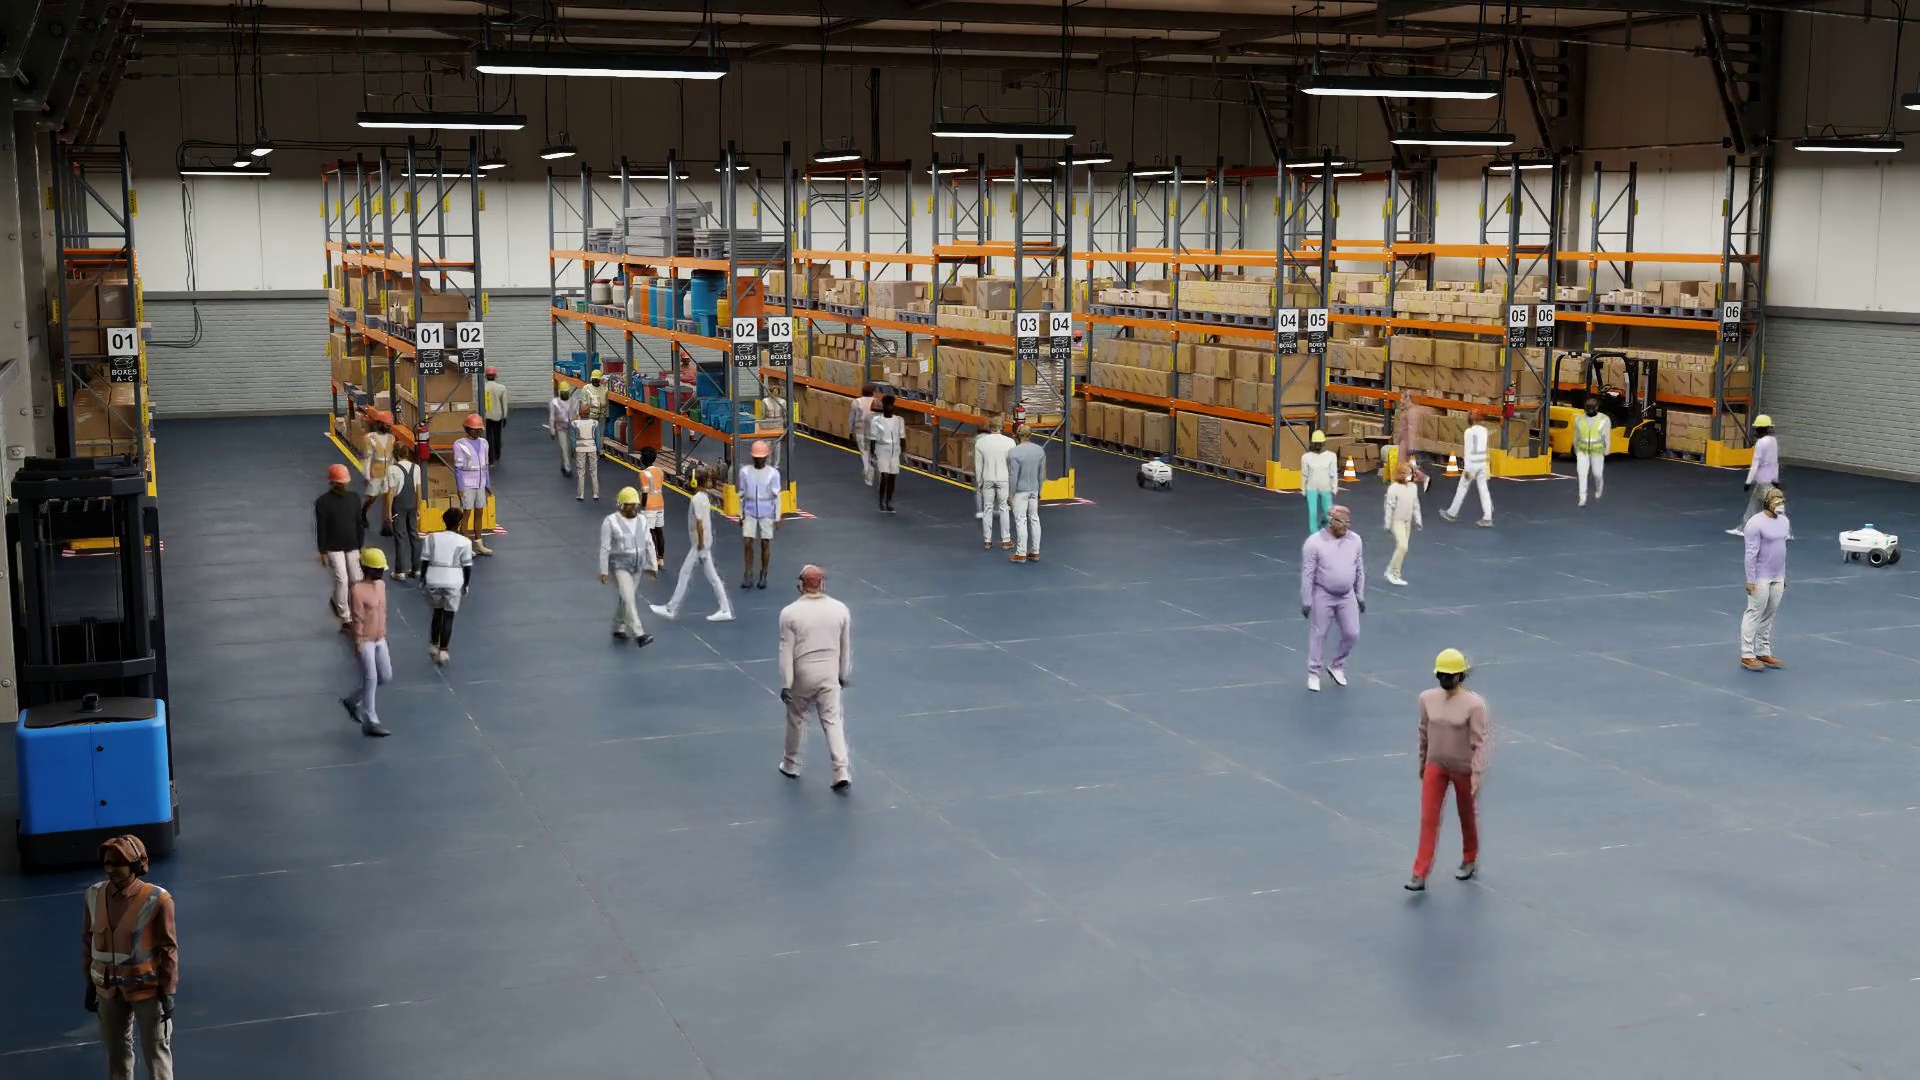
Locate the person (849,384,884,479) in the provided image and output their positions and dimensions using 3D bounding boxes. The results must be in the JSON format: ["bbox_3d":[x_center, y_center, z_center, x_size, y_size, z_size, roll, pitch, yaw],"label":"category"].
[{"bbox_3d":[-1.707,-1.979,38.547,0.616,1.800,0.982,-3,9,-20],"label":"person"}]

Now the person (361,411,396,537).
[{"bbox_3d":[-8.877,-1.022,31.889,0.816,1.890,0.571,8,12,44],"label":"person"}]

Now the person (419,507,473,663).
[{"bbox_3d":[-5.524,0.481,22.556,0.567,1.653,0.563,1,9,4],"label":"person"}]

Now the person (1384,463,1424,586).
[{"bbox_3d":[5.778,-0.205,27.296,0.497,1.614,0.392,-7,11,-39],"label":"person"}]

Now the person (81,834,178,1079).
[{"bbox_3d":[-4.191,2.286,10.591,0.514,1.641,0.309,2,9,11],"label":"person"}]

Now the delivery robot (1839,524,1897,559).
[{"bbox_3d":[12.626,0.021,29.127,0.477,0.478,0.707,-8,12,-44],"label":"delivery robot"}]

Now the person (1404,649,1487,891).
[{"bbox_3d":[3.463,1.612,14.812,0.542,1.712,0.904,6,11,36],"label":"person"}]

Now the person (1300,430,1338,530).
[{"bbox_3d":[5.200,-0.739,30.372,0.541,1.749,0.555,1,9,6],"label":"person"}]

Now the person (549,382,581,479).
[{"bbox_3d":[-7.387,-2.082,39.245,0.600,1.794,0.913,-5,10,-30],"label":"person"}]

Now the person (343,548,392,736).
[{"bbox_3d":[-5.478,0.929,19.310,0.510,1.745,0.516,3,9,18],"label":"person"}]

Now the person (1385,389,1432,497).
[{"bbox_3d":[7.752,-1.664,36.108,0.721,1.886,0.657,1,9,9],"label":"person"}]

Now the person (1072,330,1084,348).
[{"bbox_3d":[3.113,-4.583,55.407,0.357,1.937,0.551,2,9,10],"label":"person"}]

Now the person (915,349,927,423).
[{"bbox_3d":[-0.960,-3.426,47.885,0.571,1.882,0.338,-7,11,-40],"label":"person"}]

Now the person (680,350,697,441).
[{"bbox_3d":[-5.988,-3.156,45.702,0.611,1.995,0.375,-3,9,-21],"label":"person"}]

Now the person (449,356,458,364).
[{"bbox_3d":[-12.238,-3.854,50.765,0.521,1.873,0.328,-4,9,-26],"label":"person"}]

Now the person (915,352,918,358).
[{"bbox_3d":[-0.996,-3.288,46.985,0.865,1.872,0.617,3,9,21],"label":"person"}]

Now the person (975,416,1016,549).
[{"bbox_3d":[0.530,-0.837,30.442,0.629,1.936,0.373,2,9,14],"label":"person"}]

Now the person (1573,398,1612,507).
[{"bbox_3d":[10.641,-1.496,35.253,0.628,1.824,0.682,4,9,24],"label":"person"}]

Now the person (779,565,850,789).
[{"bbox_3d":[-1.211,1.137,17.555,0.664,1.862,0.997,-4,9,-25],"label":"person"}]

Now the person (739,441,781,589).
[{"bbox_3d":[-2.597,-0.309,26.965,0.575,1.916,0.735,1,9,4],"label":"person"}]

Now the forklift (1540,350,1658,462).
[{"bbox_3d":[12.897,-2.725,42.309,2.313,2.155,1.214,-3,9,-21],"label":"forklift"}]

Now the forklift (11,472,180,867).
[{"bbox_3d":[-6.630,0.886,15.957,1.129,2.768,1.873,-3,9,-21],"label":"forklift"}]

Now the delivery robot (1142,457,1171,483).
[{"bbox_3d":[3.522,-1.240,37.534,0.477,0.478,0.707,-2,9,-16],"label":"delivery robot"}]

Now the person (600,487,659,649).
[{"bbox_3d":[-3.640,0.304,23.322,0.624,1.778,0.932,-8,12,-44],"label":"person"}]

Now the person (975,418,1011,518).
[{"bbox_3d":[0.509,-1.175,33.779,0.523,1.592,0.801,7,11,38],"label":"person"}]

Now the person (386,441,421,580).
[{"bbox_3d":[-7.393,-0.401,27.860,0.330,1.839,0.502,7,11,40],"label":"person"}]

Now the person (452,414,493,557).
[{"bbox_3d":[-6.892,-0.781,29.727,0.382,2.038,0.606,6,10,35],"label":"person"}]

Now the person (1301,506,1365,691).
[{"bbox_3d":[3.778,0.584,21.199,0.716,1.890,0.452,-2,9,-16],"label":"person"}]

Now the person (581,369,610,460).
[{"bbox_3d":[-7.273,-2.501,41.900,0.587,1.826,0.404,-6,11,-36],"label":"person"}]

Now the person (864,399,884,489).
[{"bbox_3d":[-1.492,-1.732,37.492,0.532,1.596,0.787,-2,9,-15],"label":"person"}]

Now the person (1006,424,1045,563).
[{"bbox_3d":[0.908,-0.658,29.233,0.635,1.937,0.352,-7,11,-39],"label":"person"}]

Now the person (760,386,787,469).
[{"bbox_3d":[-3.560,-2.158,40.292,0.547,1.615,0.615,-2,9,-12],"label":"person"}]

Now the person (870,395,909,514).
[{"bbox_3d":[-1.129,-1.386,34.073,0.608,1.947,0.584,-5,10,-28],"label":"person"}]

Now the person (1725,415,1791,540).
[{"bbox_3d":[12.000,-0.930,31.265,0.996,1.878,0.623,7,11,38],"label":"person"}]

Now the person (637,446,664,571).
[{"bbox_3d":[-4.215,-0.435,28.543,0.322,1.697,0.530,3,9,20],"label":"person"}]

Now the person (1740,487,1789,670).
[{"bbox_3d":[8.542,0.398,22.190,0.635,1.937,0.354,-6,10,-33],"label":"person"}]

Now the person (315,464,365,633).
[{"bbox_3d":[-7.192,0.077,24.236,0.592,1.967,0.625,7,11,38],"label":"person"}]

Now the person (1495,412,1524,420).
[{"bbox_3d":[11.079,-2.558,42.051,0.607,1.911,0.947,-4,9,-25],"label":"person"}]

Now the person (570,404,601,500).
[{"bbox_3d":[-6.410,-1.503,35.856,0.514,1.642,0.310,-3,9,-17],"label":"person"}]

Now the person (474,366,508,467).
[{"bbox_3d":[-9.181,-2.420,40.940,0.628,1.938,1.004,-3,9,-19],"label":"person"}]

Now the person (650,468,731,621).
[{"bbox_3d":[-3.173,0.060,24.824,0.990,1.819,0.554,1,9,6],"label":"person"}]

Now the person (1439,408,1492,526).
[{"bbox_3d":[8.011,-1.151,32.856,0.607,1.829,0.985,-7,11,-37],"label":"person"}]

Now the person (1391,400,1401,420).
[{"bbox_3d":[9.995,-3.420,48.336,0.483,1.737,0.320,8,11,41],"label":"person"}]
